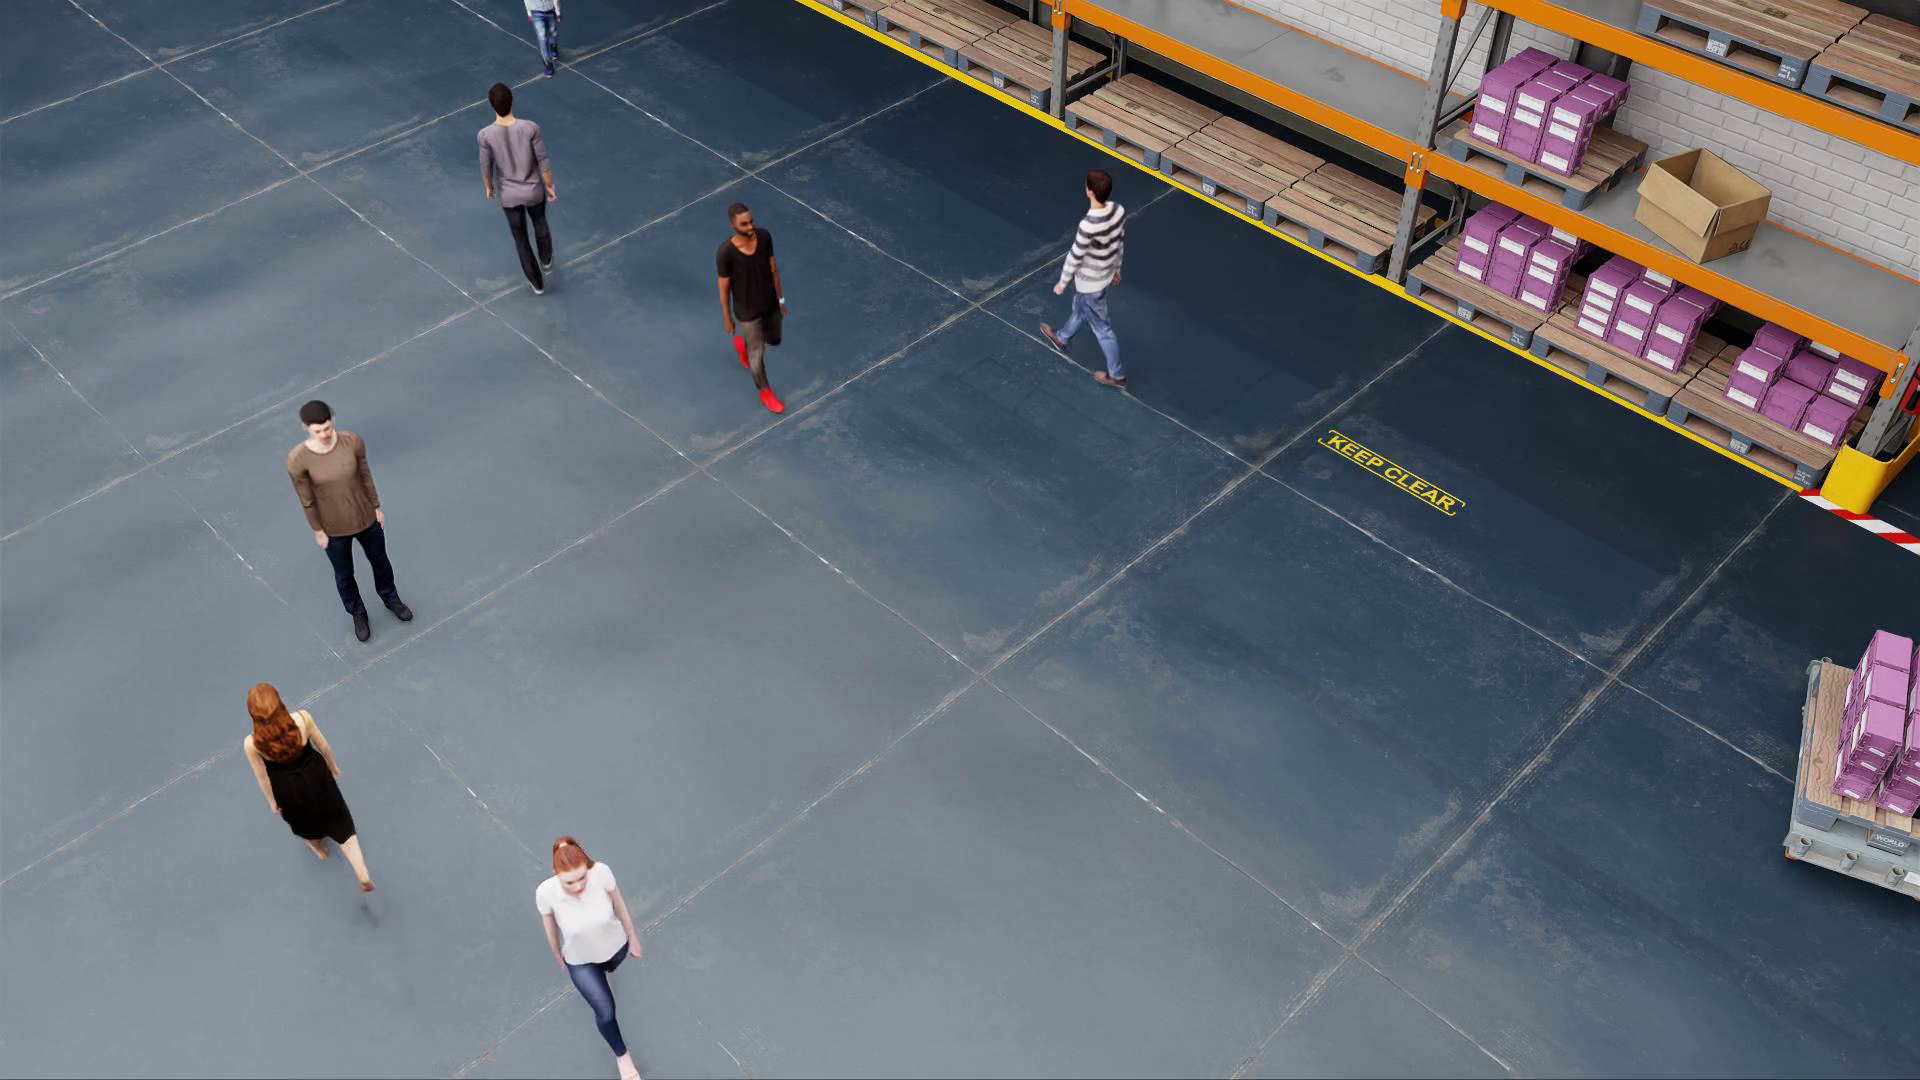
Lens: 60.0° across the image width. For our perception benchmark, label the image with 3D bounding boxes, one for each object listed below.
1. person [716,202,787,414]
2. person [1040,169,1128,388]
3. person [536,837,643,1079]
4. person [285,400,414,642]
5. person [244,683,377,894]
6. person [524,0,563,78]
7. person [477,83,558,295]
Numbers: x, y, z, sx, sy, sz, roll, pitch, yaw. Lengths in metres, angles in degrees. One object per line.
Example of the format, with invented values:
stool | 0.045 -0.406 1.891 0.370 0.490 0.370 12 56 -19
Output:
person | -1.620 -1.842 12.752 0.717 1.792 0.980 -29 51 -27
person | 1.119 -1.966 12.874 1.184 1.803 0.763 28 50 26
person | -1.934 2.066 8.714 0.782 1.702 1.177 -23 48 -22
person | -4.028 -0.157 10.913 0.679 1.889 0.616 -27 50 -26
person | -3.711 1.437 9.444 0.641 1.607 0.968 -29 51 -27
person | -4.244 -5.446 16.929 0.695 1.248 0.862 -12 45 -12
person | -3.630 -2.857 13.789 0.919 1.831 1.022 -13 45 -14
